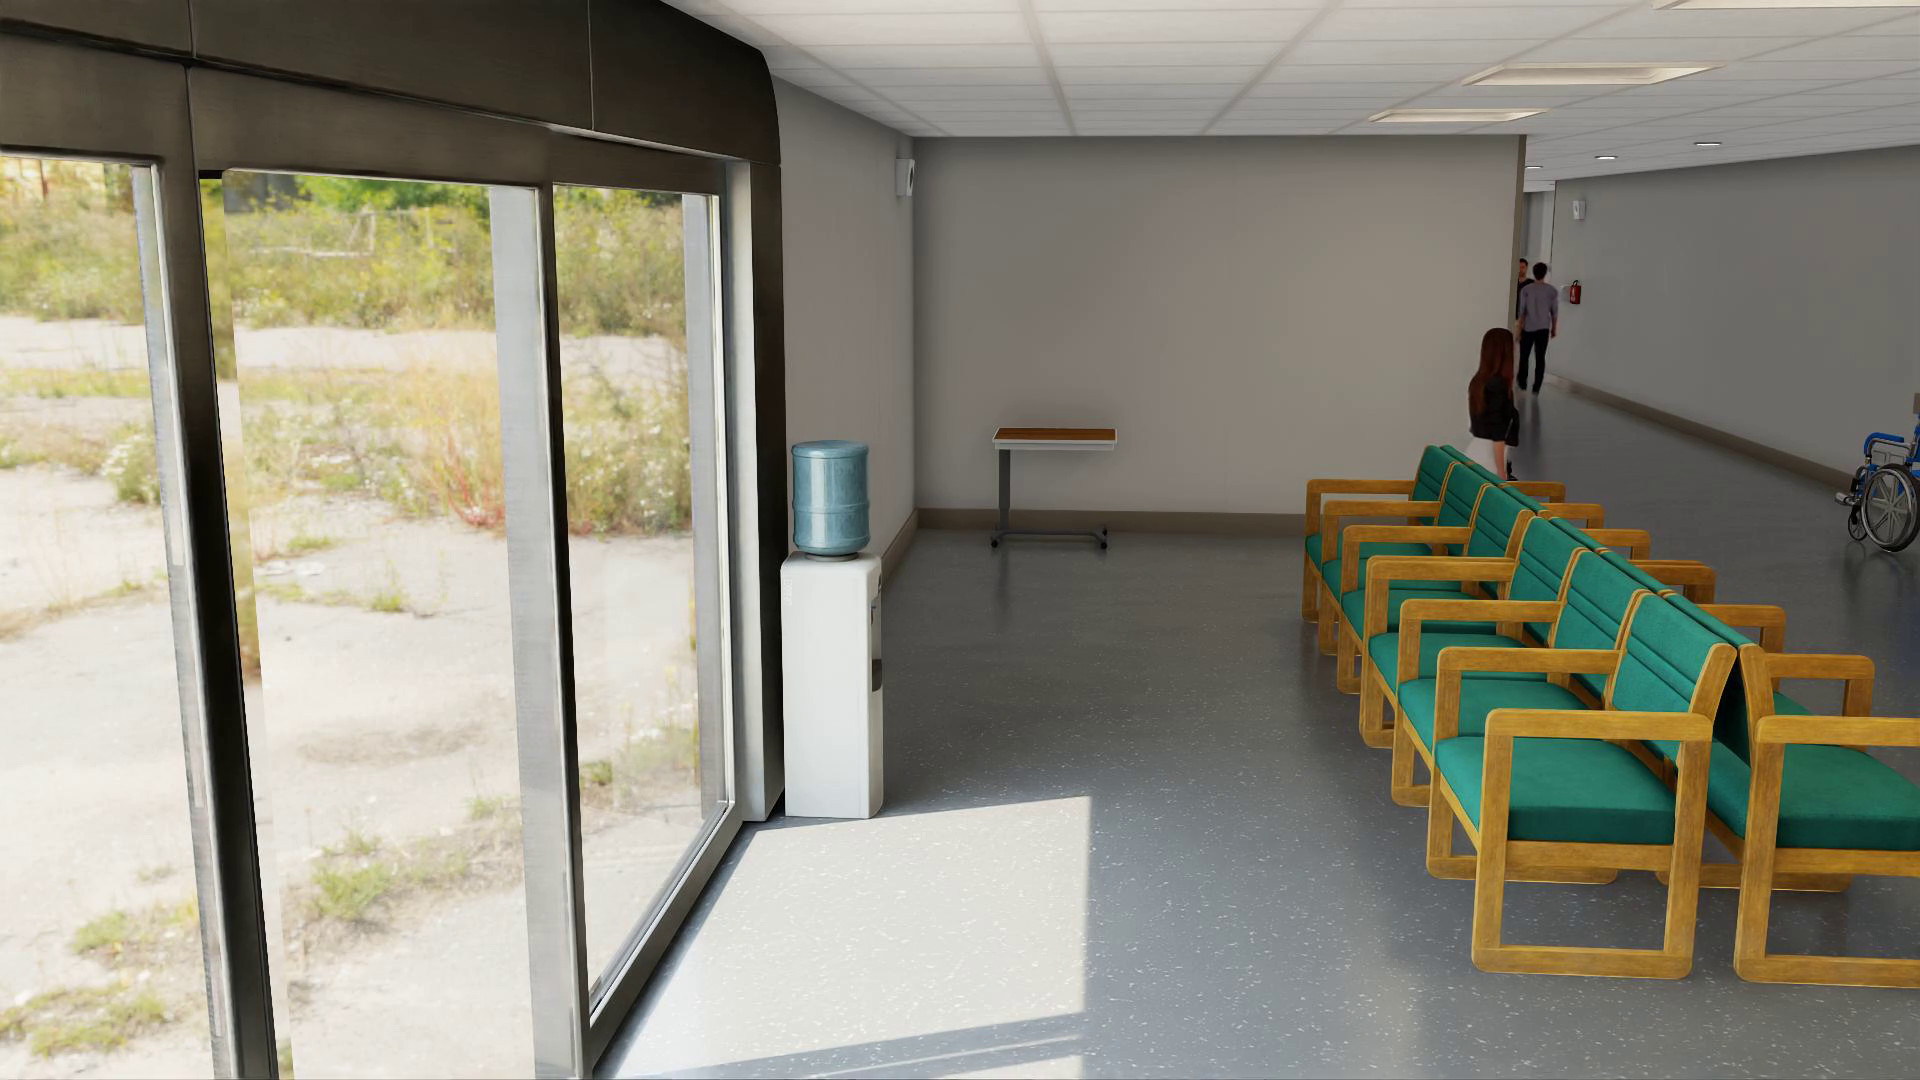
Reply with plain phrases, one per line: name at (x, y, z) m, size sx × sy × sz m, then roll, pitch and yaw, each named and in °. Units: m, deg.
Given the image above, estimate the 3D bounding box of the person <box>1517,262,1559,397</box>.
person at (7.882, -2.844, 22.724) m, size 1.114 × 1.798 × 0.849 m, roll 2°, pitch 11°, yaw 12°

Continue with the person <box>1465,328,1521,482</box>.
person at (3.386, -0.512, 10.706) m, size 0.544 × 1.696 × 0.585 m, roll 0°, pitch 11°, yaw 2°
